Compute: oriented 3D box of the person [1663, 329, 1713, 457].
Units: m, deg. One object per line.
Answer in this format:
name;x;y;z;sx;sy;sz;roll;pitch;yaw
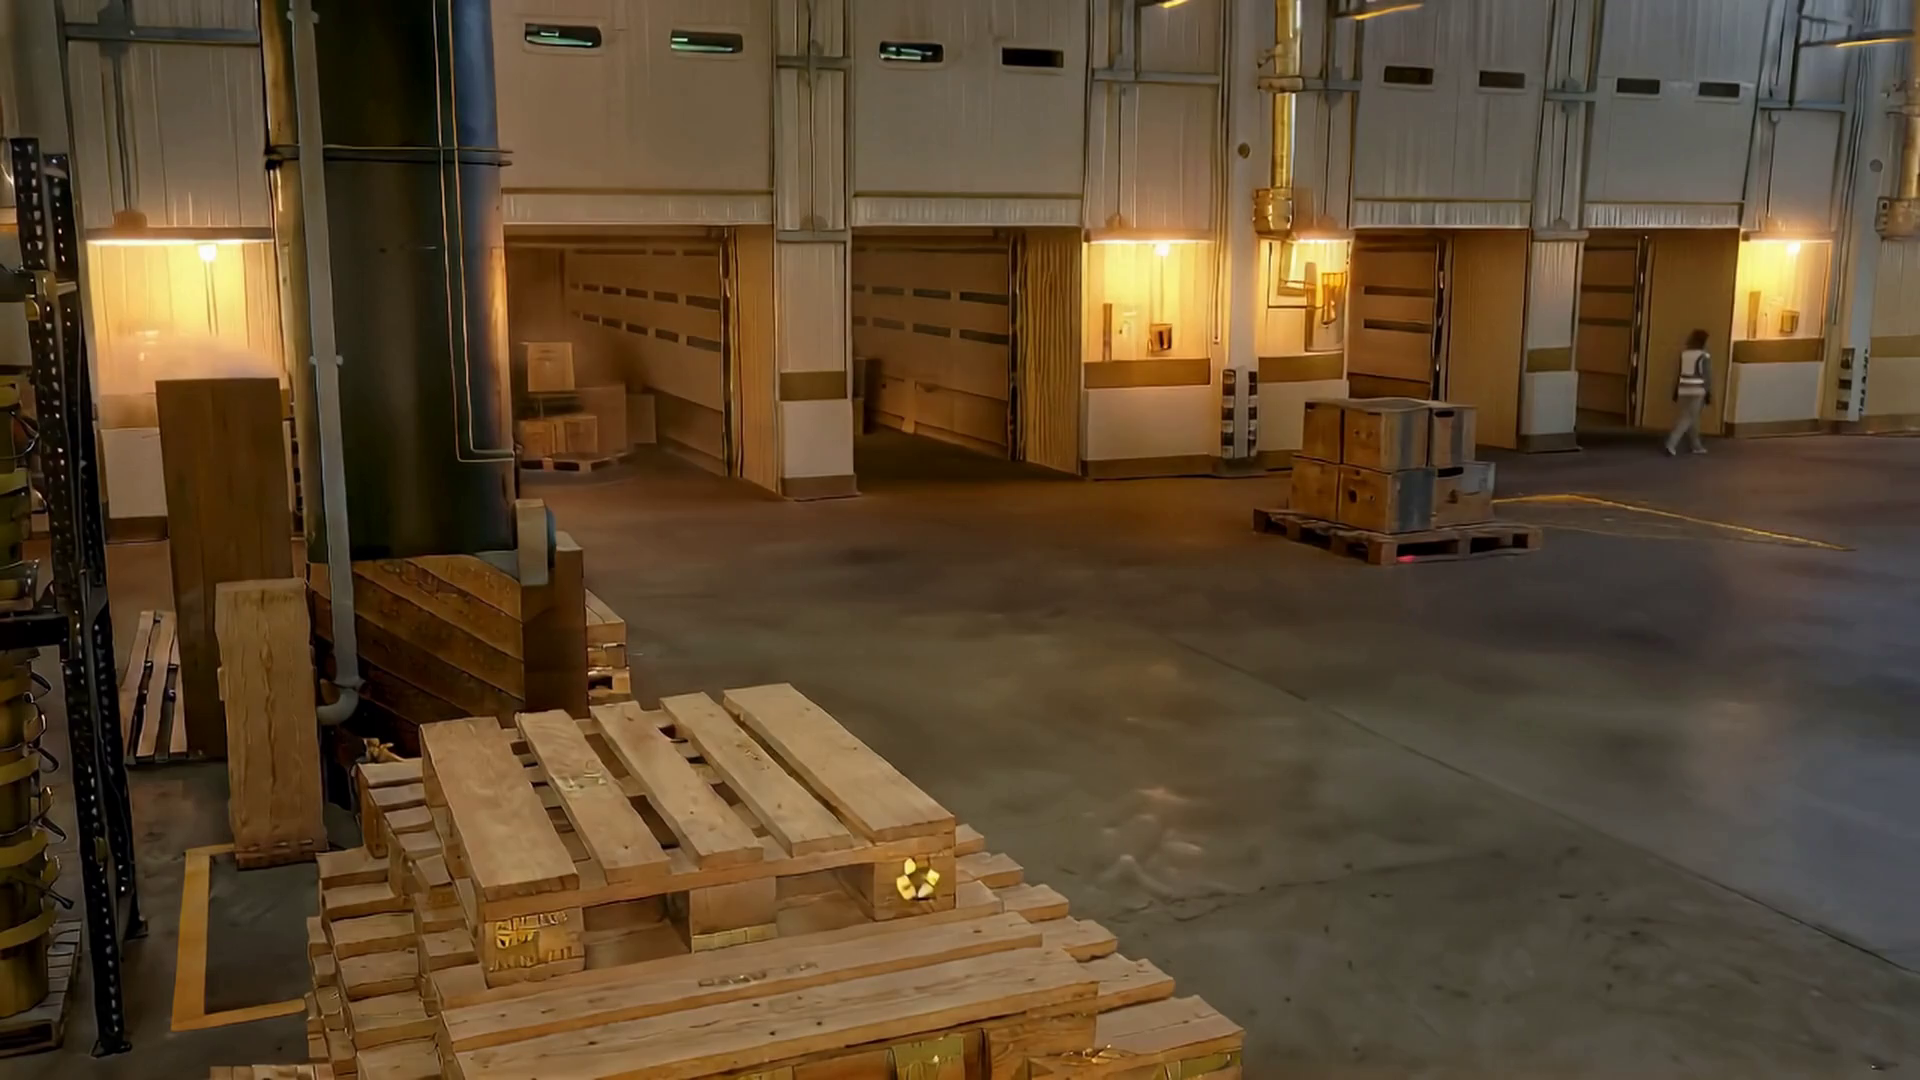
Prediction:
person;9.146;-1.843;20.860;0.795;1.610;0.528;-4;11;-22
